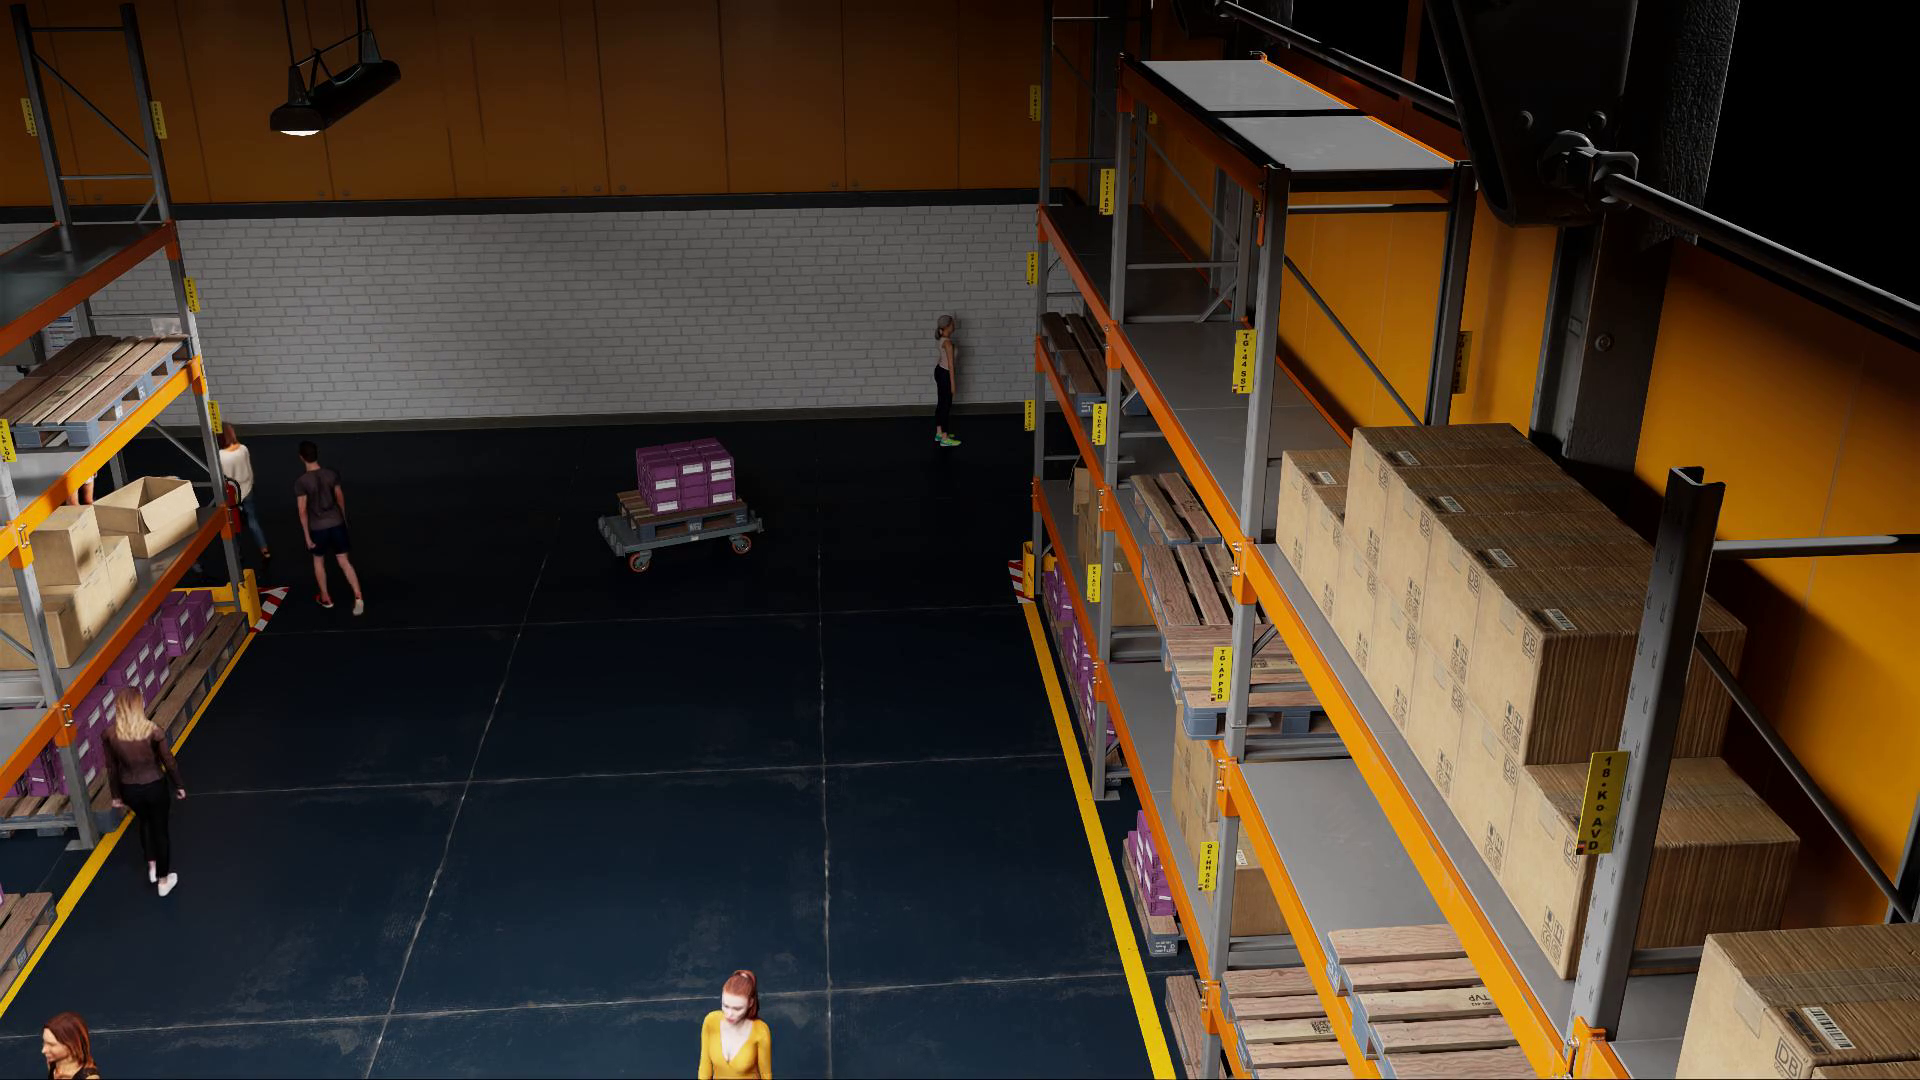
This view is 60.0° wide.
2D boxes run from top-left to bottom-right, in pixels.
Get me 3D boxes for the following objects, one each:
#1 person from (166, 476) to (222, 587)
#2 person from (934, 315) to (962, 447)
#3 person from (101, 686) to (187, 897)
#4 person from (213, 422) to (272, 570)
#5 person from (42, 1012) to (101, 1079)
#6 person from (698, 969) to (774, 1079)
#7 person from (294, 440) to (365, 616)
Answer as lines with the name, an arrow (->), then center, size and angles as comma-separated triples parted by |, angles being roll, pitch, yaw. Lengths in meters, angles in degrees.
person -> -8.214, -0.059, 17.338 | 0.697, 1.247, 0.916 | -8, 25, -18
person -> -0.196, -2.063, 21.355 | 0.695, 1.702, 0.533 | -7, 25, -16
person -> -6.055, 1.903, 12.296 | 0.632, 1.691, 0.561 | -2, 24, -5
person -> -7.664, -0.443, 17.710 | 1.050, 1.654, 1.009 | 18, 30, 36
person -> -4.644, 3.304, 8.913 | 0.663, 1.834, 0.691 | 13, 27, 27
person -> -1.229, 3.142, 9.430 | 0.905, 1.716, 1.226 | 8, 25, 17
person -> -6.317, -0.083, 16.674 | 1.054, 1.824, 1.195 | -20, 31, -38
